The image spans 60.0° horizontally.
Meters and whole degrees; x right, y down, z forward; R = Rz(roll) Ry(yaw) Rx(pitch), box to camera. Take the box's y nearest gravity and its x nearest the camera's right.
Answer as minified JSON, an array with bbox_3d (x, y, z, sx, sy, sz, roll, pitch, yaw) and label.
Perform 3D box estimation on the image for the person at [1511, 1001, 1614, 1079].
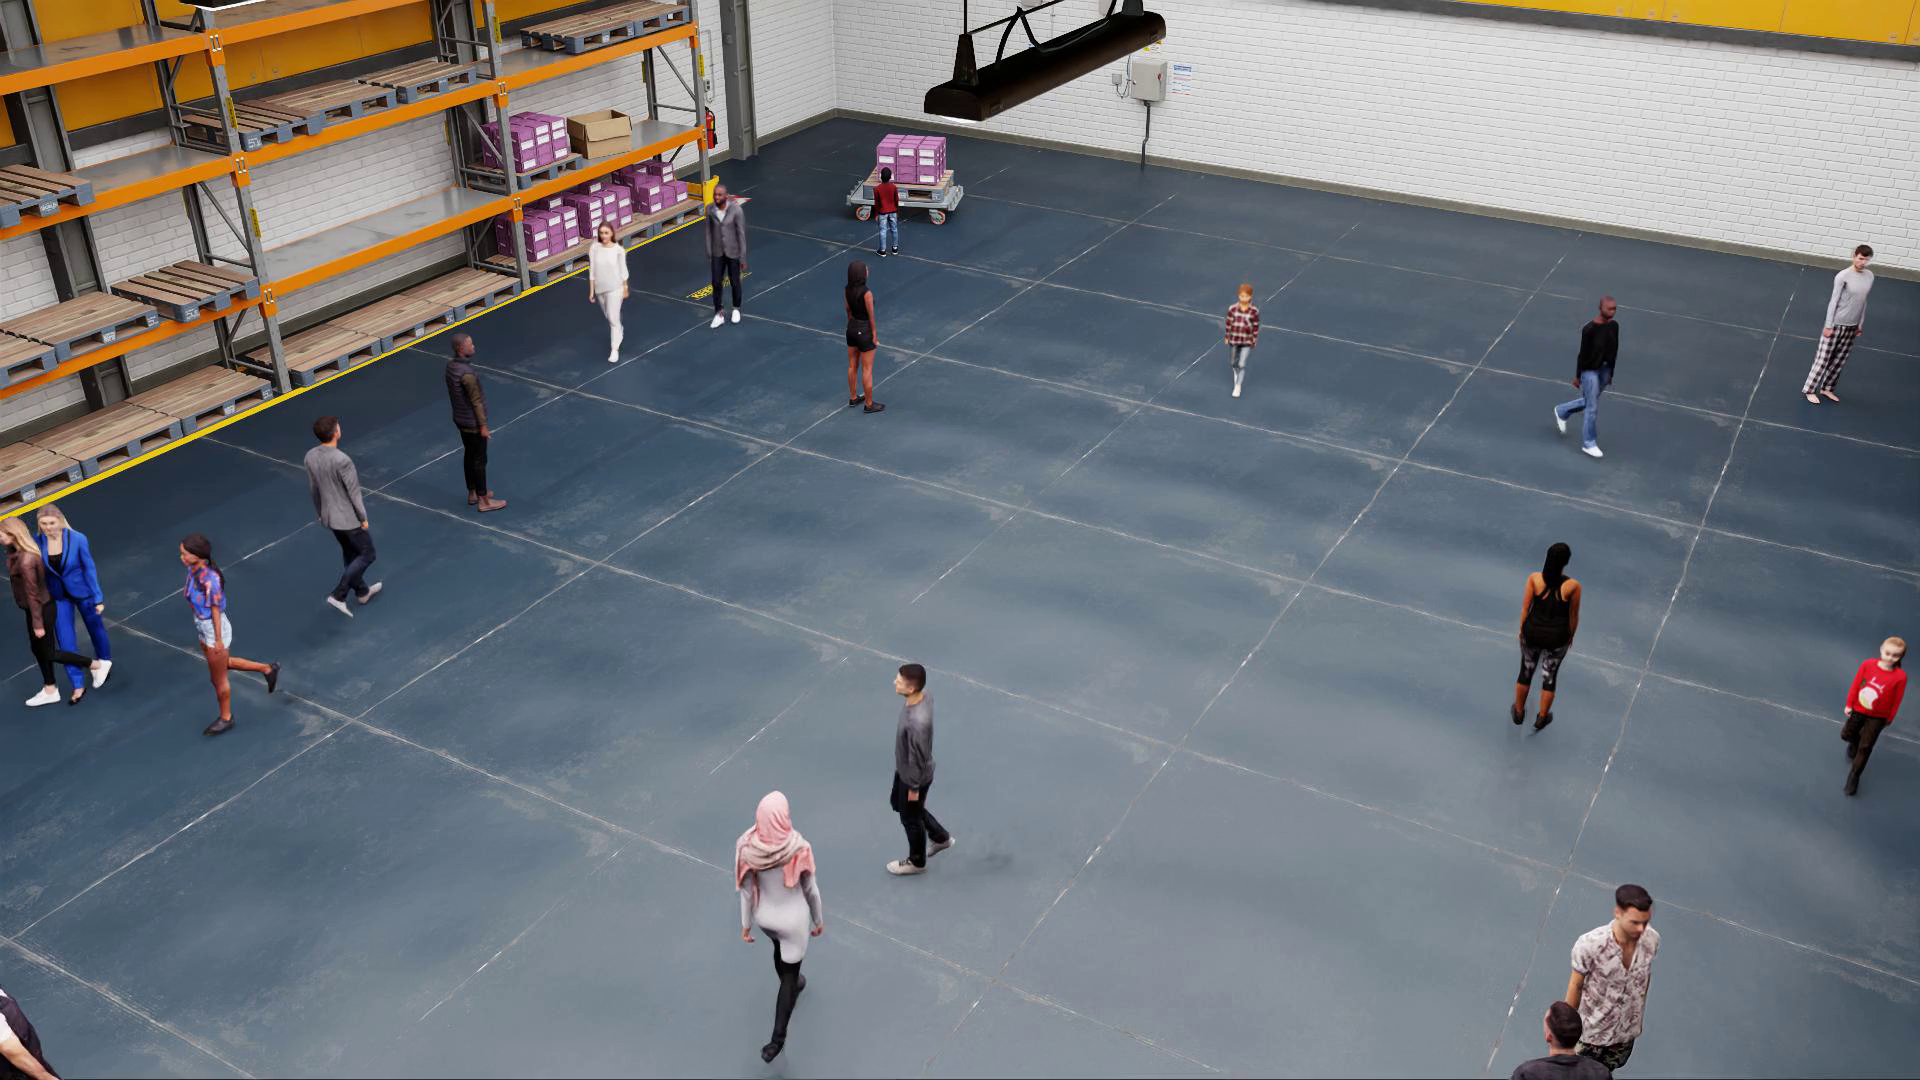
[{"bbox_3d":[3.041,3.238,8.401,1.088,1.772,1.267,0,29,-1],"label":"person"}]

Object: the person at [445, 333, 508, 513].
[{"bbox_3d":[-4.827,-1.170,16.413,0.724,1.838,0.771,-20,34,-32],"label":"person"}]

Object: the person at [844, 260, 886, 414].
[{"bbox_3d":[-1.104,-2.281,18.553,0.614,1.740,0.655,-25,37,-37],"label":"person"}]

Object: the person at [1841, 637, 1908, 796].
[{"bbox_3d":[6.869,1.268,12.540,0.592,1.267,0.839,22,36,35],"label":"person"}]

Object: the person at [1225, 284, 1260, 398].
[{"bbox_3d":[3.238,-2.327,19.103,0.626,1.293,0.845,9,30,16],"label":"person"}]

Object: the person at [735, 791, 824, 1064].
[{"bbox_3d":[-1.102,2.353,10.024,0.942,1.771,1.235,3,29,5],"label":"person"}]

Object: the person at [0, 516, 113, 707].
[{"bbox_3d":[-7.338,0.567,13.386,1.027,1.688,0.892,-17,33,-28],"label":"person"}]

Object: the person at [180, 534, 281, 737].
[{"bbox_3d":[-5.778,0.702,13.097,1.023,1.727,0.745,-25,37,-38],"label":"person"}]

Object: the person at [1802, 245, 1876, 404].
[{"bbox_3d":[9.949,-2.448,18.748,0.707,1.846,0.753,-6,29,-10],"label":"person"}]

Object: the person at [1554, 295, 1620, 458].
[{"bbox_3d":[6.693,-1.795,17.676,1.073,1.727,1.064,-11,30,-19],"label":"person"}]

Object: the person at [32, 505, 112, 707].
[{"bbox_3d":[-7.239,0.429,13.650,0.939,1.677,1.003,-8,30,-14],"label":"person"}]

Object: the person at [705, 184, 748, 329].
[{"bbox_3d":[-2.905,-3.619,20.943,0.898,1.800,0.959,3,29,6],"label":"person"}]

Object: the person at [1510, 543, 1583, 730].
[{"bbox_3d":[4.614,0.738,13.101,0.594,1.660,0.535,12,31,21],"label":"person"}]

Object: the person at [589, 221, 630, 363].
[{"bbox_3d":[-4.214,-3.040,20.032,0.892,1.655,1.167,3,29,5],"label":"person"}]

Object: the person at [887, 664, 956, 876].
[{"bbox_3d":[-0.234,1.582,11.455,0.869,1.754,0.809,-1,29,-2],"label":"person"}]

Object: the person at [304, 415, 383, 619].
[{"bbox_3d":[-5.438,-0.170,14.562,0.713,1.856,0.967,14,31,23],"label":"person"}]

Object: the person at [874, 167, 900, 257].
[{"bbox_3d":[-1.024,-4.614,23.335,0.581,1.256,0.649,-9,30,-17],"label":"person"}]

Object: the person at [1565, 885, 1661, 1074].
[{"bbox_3d":[3.622,2.669,9.398,0.745,1.817,0.791,-6,29,-10],"label":"person"}]
